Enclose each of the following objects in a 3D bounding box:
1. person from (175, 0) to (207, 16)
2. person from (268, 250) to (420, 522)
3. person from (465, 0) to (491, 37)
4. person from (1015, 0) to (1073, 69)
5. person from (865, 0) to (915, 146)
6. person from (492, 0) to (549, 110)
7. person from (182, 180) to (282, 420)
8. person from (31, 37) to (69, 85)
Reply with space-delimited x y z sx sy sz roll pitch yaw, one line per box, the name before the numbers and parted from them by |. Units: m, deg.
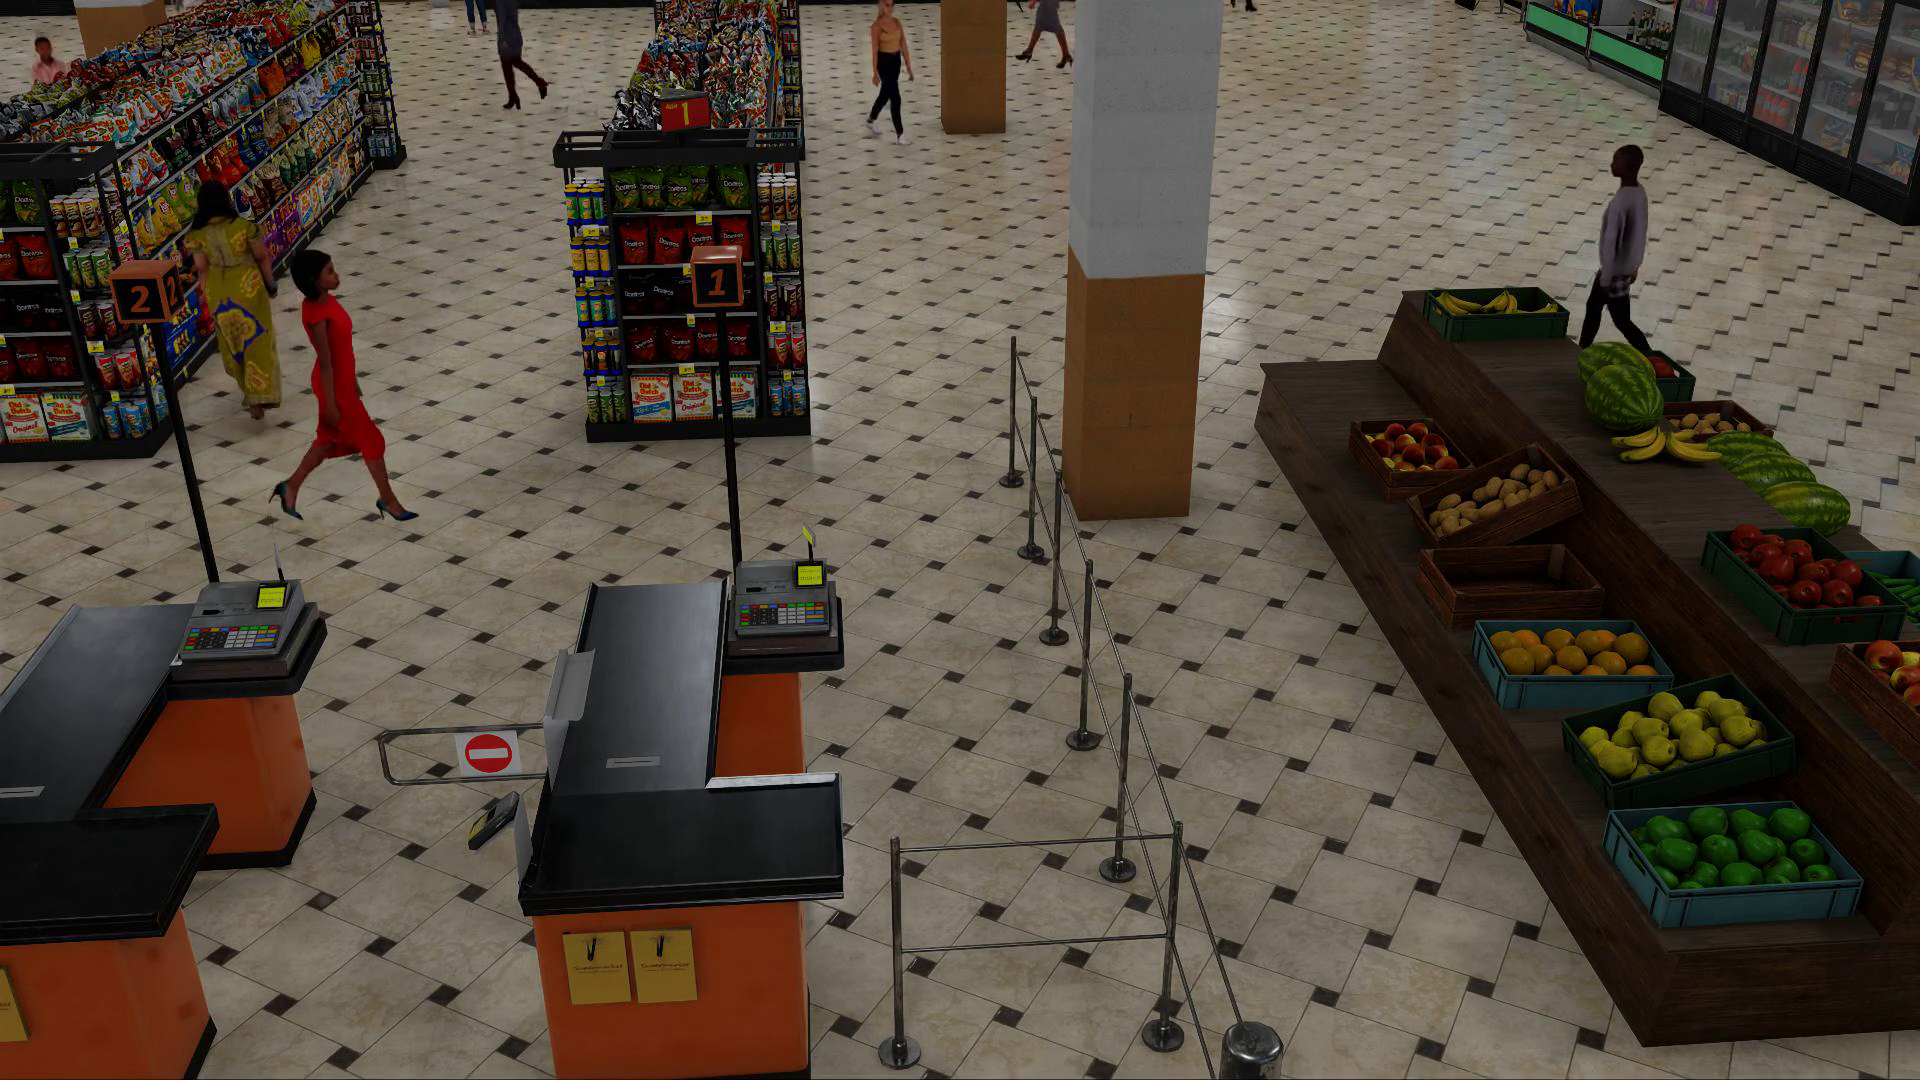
person | -10.162 -7.122 22.212 0.698 1.689 0.770 2 27 5
person | -3.761 -0.847 9.814 0.739 1.711 1.043 -6 28 -12
person | -7.262 -8.273 24.711 0.620 1.481 0.611 -13 30 -24
person | 1.302 -7.197 22.298 0.880 1.744 1.058 6 27 12
person | -0.850 -5.287 18.702 1.027 1.590 1.173 -22 34 -36
person | -5.357 -6.051 20.093 0.854 1.695 0.896 9 28 17
person | -4.951 -1.607 11.420 0.762 1.612 1.234 -4 27 -8
person | -9.817 -4.791 18.052 0.642 1.293 0.734 -17 32 -31
